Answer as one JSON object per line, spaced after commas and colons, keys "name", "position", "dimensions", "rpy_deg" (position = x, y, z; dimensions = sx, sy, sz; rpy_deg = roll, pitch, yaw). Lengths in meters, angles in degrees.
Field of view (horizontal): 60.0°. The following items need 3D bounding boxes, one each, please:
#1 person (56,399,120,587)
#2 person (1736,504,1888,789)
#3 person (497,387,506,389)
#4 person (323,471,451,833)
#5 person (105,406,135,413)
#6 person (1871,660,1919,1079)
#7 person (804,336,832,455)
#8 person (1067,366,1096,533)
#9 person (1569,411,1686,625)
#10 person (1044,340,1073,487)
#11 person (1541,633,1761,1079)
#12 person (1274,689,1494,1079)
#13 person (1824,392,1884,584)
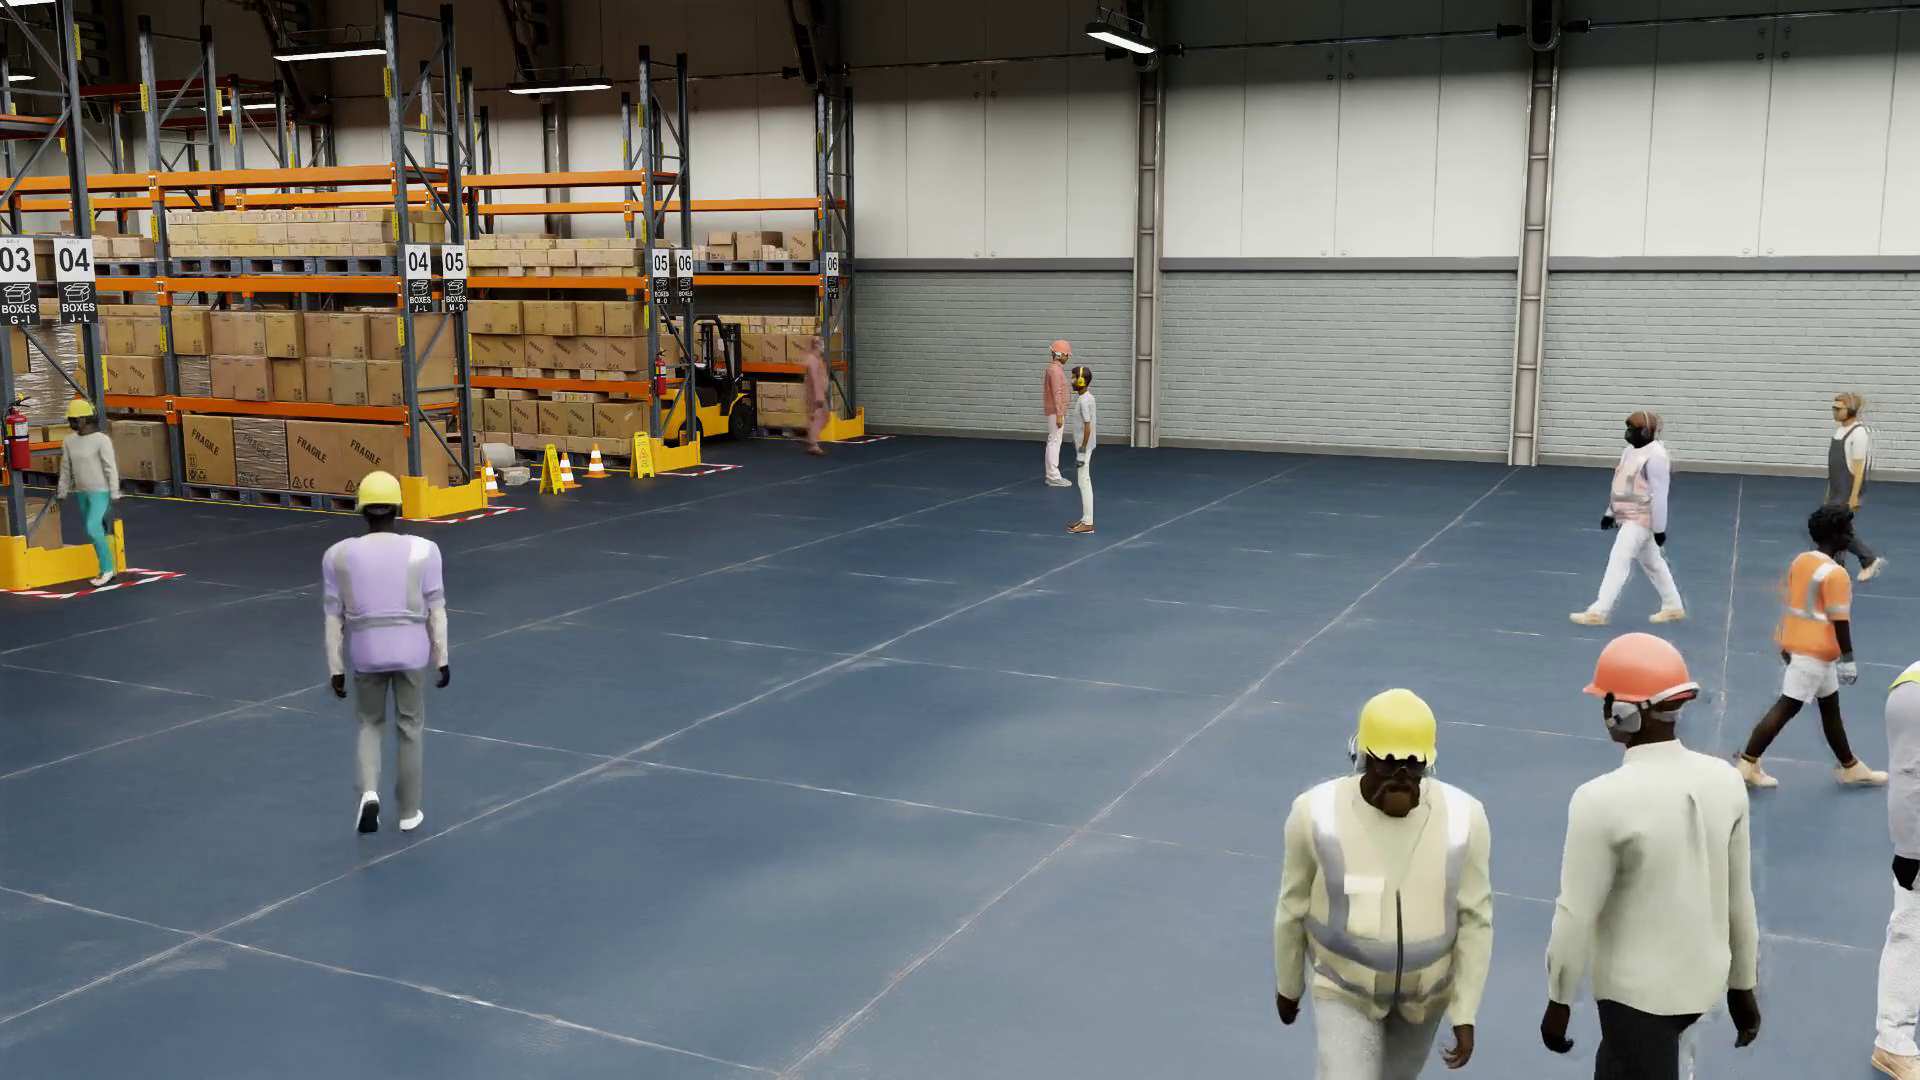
{"name": "person", "position": [-8.110, -0.431, 15.464], "dimensions": [0.542, 1.748, 0.564], "rpy_deg": [4, 10, 21]}
{"name": "person", "position": [4.825, 0.613, 9.357], "dimensions": [0.892, 1.647, 0.540], "rpy_deg": [1, 9, 8]}
{"name": "person", "position": [-8.130, -2.674, 28.820], "dimensions": [0.823, 1.879, 0.659], "rpy_deg": [7, 12, 38]}
{"name": "person", "position": [-2.962, 0.604, 8.617], "dimensions": [0.602, 1.914, 0.517], "rpy_deg": [-2, 9, -10]}
{"name": "person", "position": [-12.507, -2.026, 24.644], "dimensions": [0.360, 1.939, 0.543], "rpy_deg": [5, 11, 28]}
{"name": "person", "position": [3.603, 1.071, 5.987], "dimensions": [0.628, 1.836, 0.429], "rpy_deg": [-3, 10, -19]}
{"name": "person", "position": [-2.245, -2.280, 26.346], "dimensions": [0.432, 1.893, 0.667], "rpy_deg": [-1, 9, -4]}
{"name": "person", "position": [1.363, -1.010, 18.628], "dimensions": [0.313, 1.869, 0.538], "rpy_deg": [1, 9, 7]}
{"name": "person", "position": [5.616, -0.174, 13.766], "dimensions": [0.976, 1.797, 0.626], "rpy_deg": [1, 9, 8]}
{"name": "person", "position": [1.333, -1.725, 22.658], "dimensions": [0.389, 1.986, 0.608], "rpy_deg": [-1, 9, -3]}
{"name": "person", "position": [1.988, 1.245, 4.608], "dimensions": [0.620, 1.948, 0.984], "rpy_deg": [-5, 10, -28]}
{"name": "person", "position": [1.213, 1.298, 4.738], "dimensions": [0.588, 1.775, 0.931], "rpy_deg": [0, 9, 2]}
{"name": "person", "position": [8.195, -0.451, 15.327], "dimensions": [0.524, 1.829, 0.524], "rpy_deg": [1, 9, 7]}
